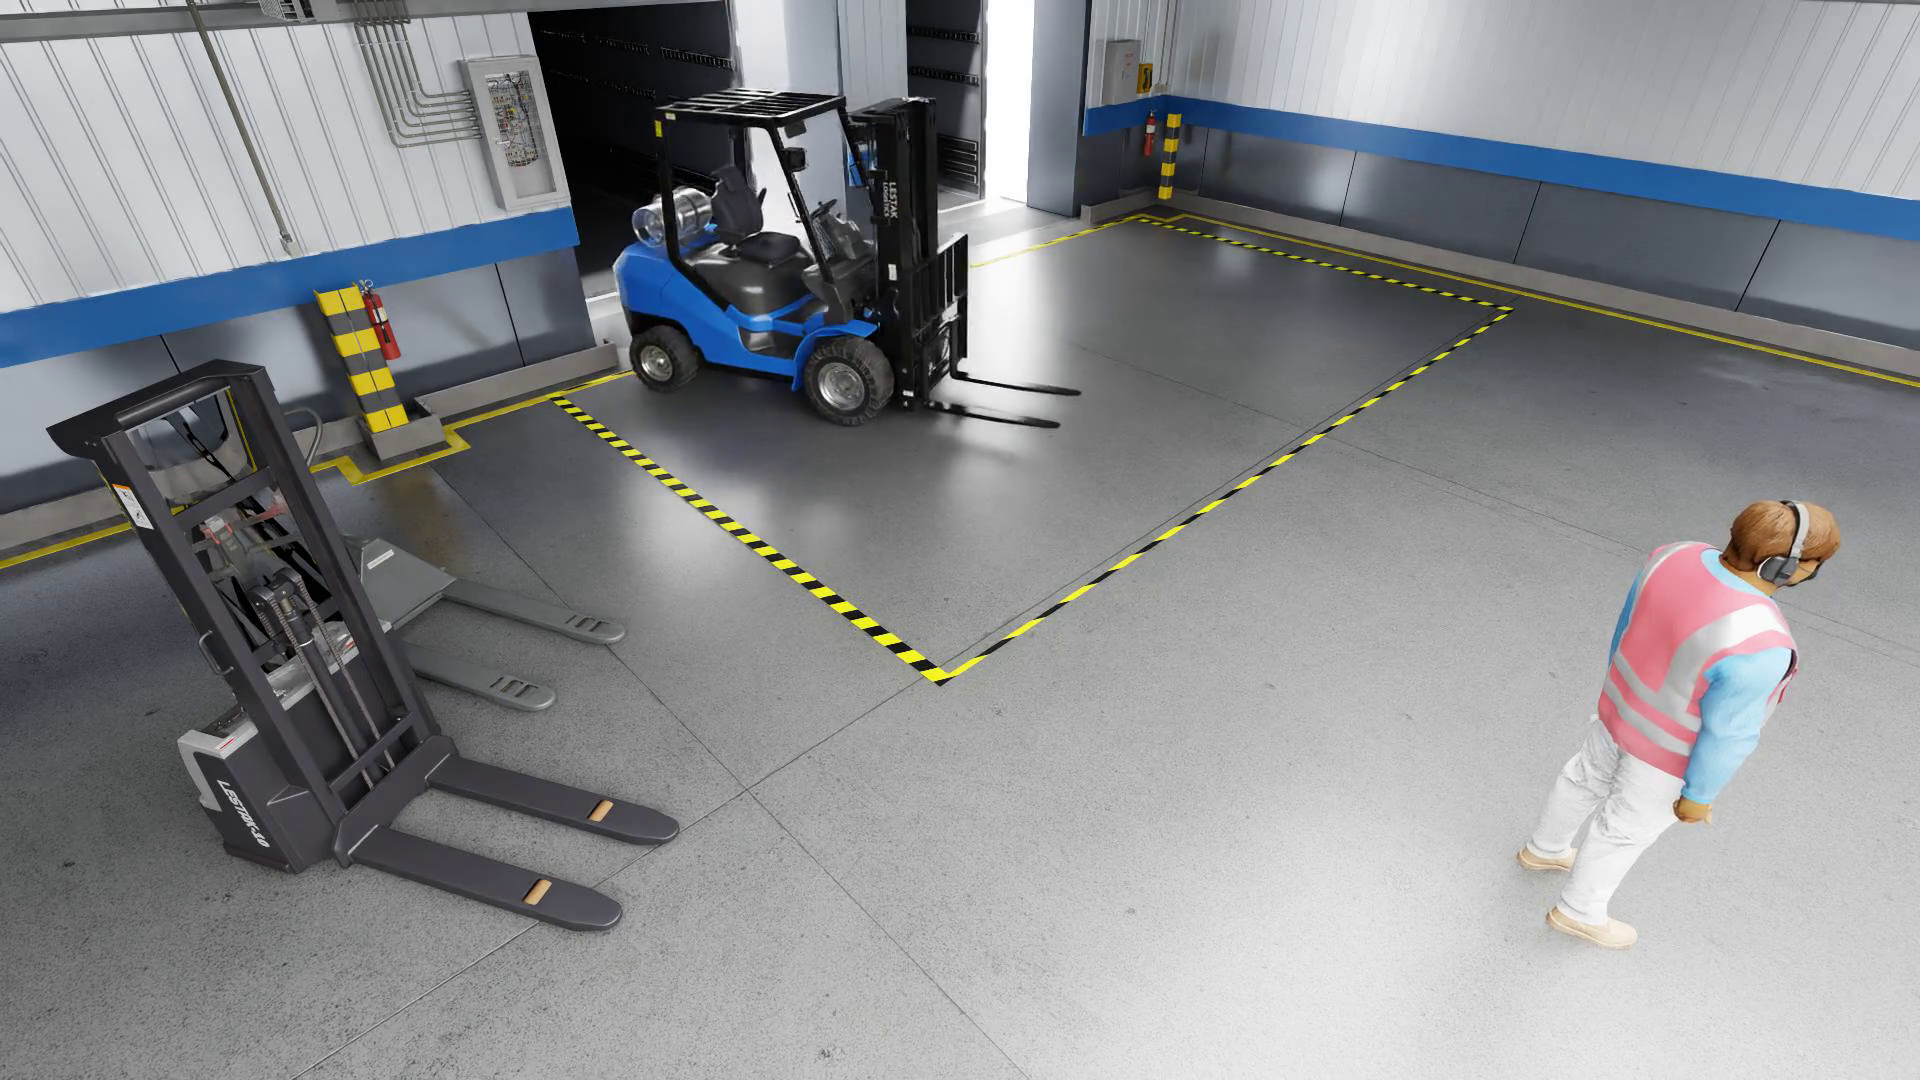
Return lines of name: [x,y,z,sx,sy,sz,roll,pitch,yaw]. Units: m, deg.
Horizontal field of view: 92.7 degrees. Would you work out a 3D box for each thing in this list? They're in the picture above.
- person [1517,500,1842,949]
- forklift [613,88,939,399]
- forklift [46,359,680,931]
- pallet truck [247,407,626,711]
person: [2.415,0.659,3.143,0.429,1.842,0.632,4,34,6]
forklift: [-1.389,-2.322,7.069,2.680,2.036,1.157,13,36,18]
forklift: [-2.135,0.422,3.354,1.885,1.965,0.823,10,35,14]
pallet truck: [-2.628,0.038,4.590,1.601,1.201,0.680,12,36,18]
